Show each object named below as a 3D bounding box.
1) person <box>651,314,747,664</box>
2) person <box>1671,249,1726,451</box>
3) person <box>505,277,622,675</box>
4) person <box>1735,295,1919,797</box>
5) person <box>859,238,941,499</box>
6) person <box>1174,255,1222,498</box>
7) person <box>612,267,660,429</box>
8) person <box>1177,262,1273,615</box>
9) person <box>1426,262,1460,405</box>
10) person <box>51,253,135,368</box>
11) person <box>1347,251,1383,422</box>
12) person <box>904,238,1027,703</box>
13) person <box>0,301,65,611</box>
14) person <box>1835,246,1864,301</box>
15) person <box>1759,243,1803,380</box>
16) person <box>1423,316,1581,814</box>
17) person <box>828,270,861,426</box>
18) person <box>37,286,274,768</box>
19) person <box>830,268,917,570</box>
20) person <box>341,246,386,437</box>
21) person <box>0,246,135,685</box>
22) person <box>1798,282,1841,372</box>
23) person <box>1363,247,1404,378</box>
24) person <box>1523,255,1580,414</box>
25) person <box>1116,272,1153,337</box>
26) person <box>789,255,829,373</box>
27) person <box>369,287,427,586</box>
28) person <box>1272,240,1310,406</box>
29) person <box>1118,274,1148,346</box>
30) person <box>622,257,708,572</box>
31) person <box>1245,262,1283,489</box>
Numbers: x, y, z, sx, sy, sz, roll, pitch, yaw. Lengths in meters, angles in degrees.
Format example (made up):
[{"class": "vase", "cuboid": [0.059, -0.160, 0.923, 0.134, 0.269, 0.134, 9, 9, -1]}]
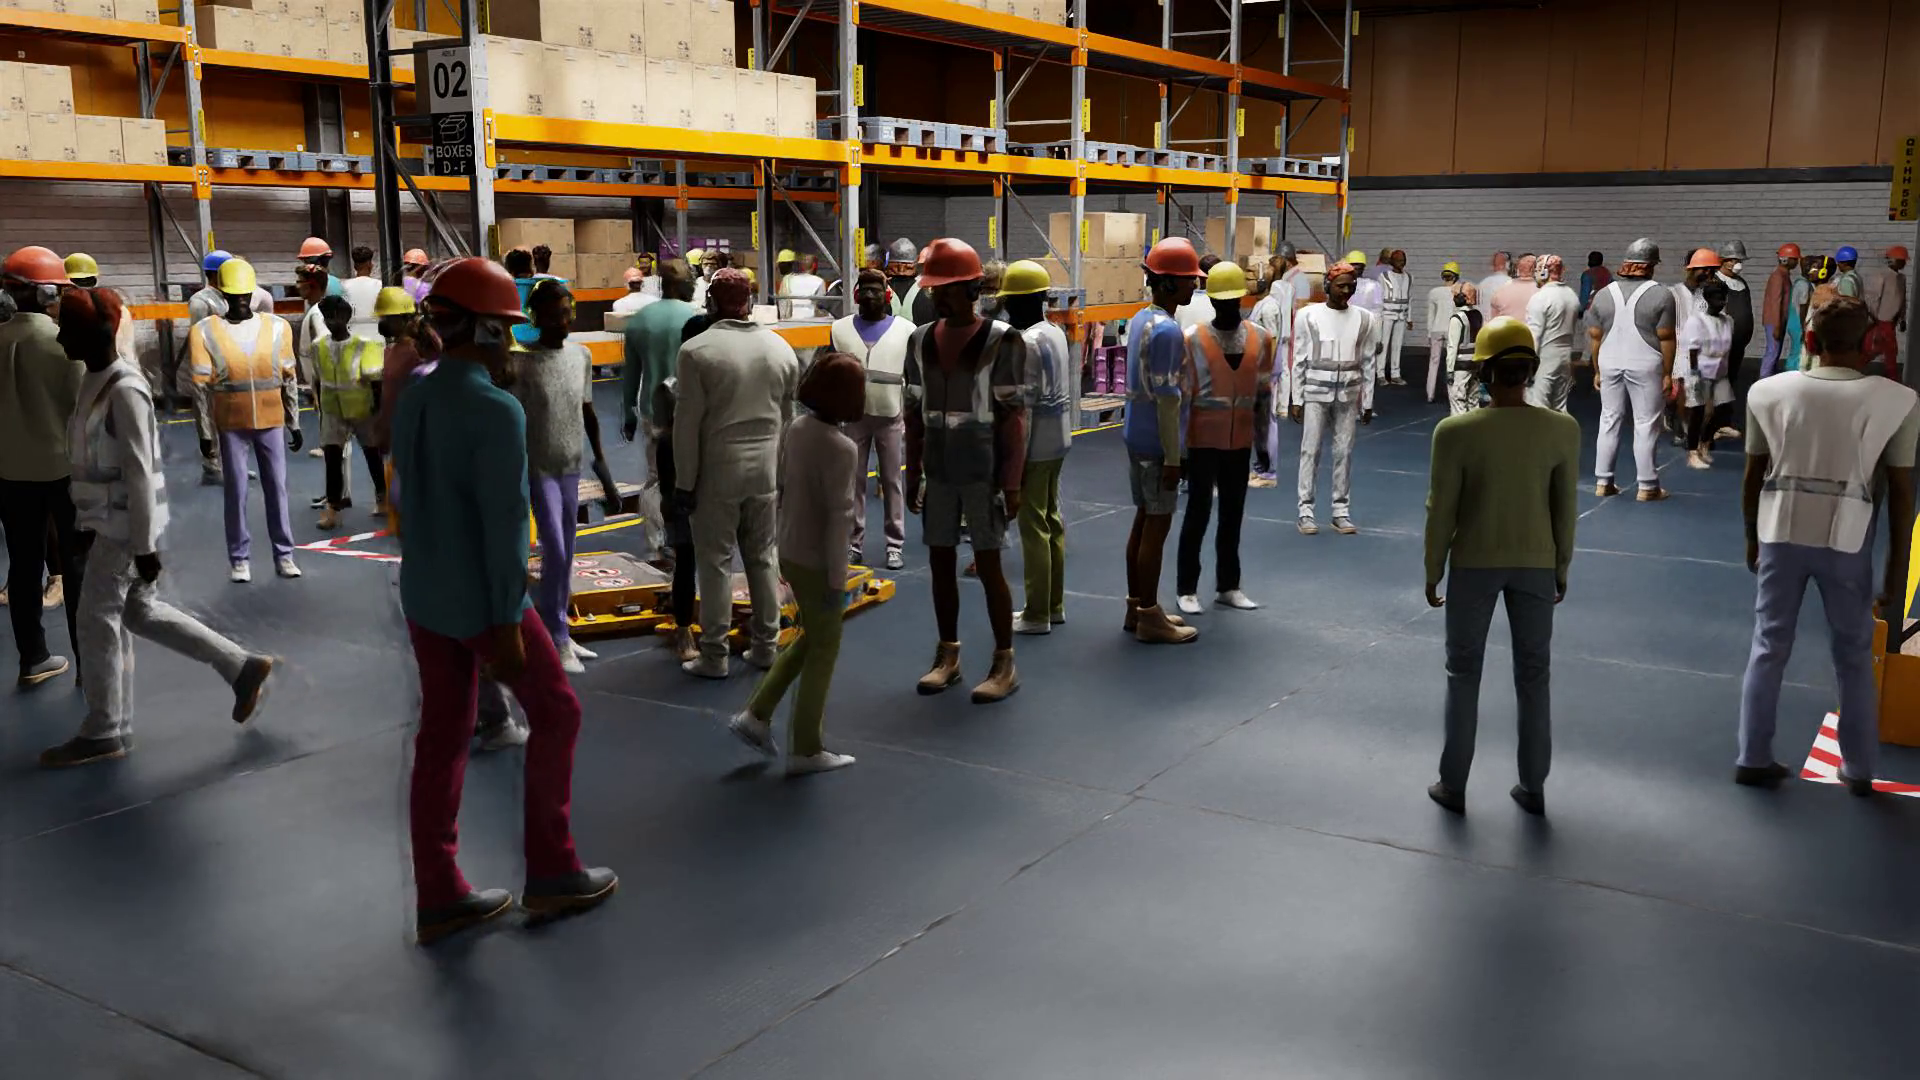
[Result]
[{"class": "person", "cuboid": [-1.202, -0.233, 7.933, 0.533, 1.674, 0.474, -8, 13, -37]}, {"class": "person", "cuboid": [7.128, -1.826, 16.033, 0.375, 1.935, 0.551, 1, 10, 4]}, {"class": "person", "cuboid": [-1.872, -0.304, 7.841, 0.441, 1.865, 0.598, 7, 12, 35]}, {"class": "person", "cuboid": [3.124, 0.032, 6.055, 0.562, 1.833, 0.448, 6, 12, 30]}, {"class": "person", "cuboid": [-0.446, -1.343, 13.073, 0.674, 2.000, 0.535, 0, 10, -1]}, {"class": "person", "cuboid": [1.902, -1.283, 13.114, 0.402, 1.909, 0.589, -9, 14, -41]}, {"class": "person", "cuboid": [-3.422, -2.041, 17.779, 0.572, 1.730, 0.448, -4, 11, -20]}, {"class": "person", "cuboid": [1.419, -0.536, 8.992, 0.591, 1.909, 0.449, -3, 11, -18]}, {"class": "person", "cuboid": [6.022, -2.552, 20.565, 0.522, 1.759, 0.350, 8, 13, 37]}, {"class": "person", "cuboid": [-6.295, -1.105, 12.065, 0.587, 1.928, 0.362, -3, 11, -16]}, {"class": "person", "cuboid": [4.464, -2.279, 18.652, 0.615, 1.889, 0.714, 5, 11, 26]}, {"class": "person", "cuboid": [-0.004, -0.299, 7.334, 0.614, 2.029, 0.409, 7, 12, 32]}, {"class": "person", "cuboid": [-5.158, -0.452, 9.091, 0.540, 1.695, 0.317, 4, 11, 19]}, {"class": "person", "cuboid": [10.817, -2.606, 20.338, 0.403, 1.944, 0.605, 7, 13, 36]}, {"class": "person", "cuboid": [10.337, -2.736, 20.966, 0.418, 1.984, 0.621, 6, 12, 31]}, {"class": "person", "cuboid": [1.899, 0.097, 5.886, 0.528, 1.761, 0.342, 1, 10, 4]}, {"class": "person", "cuboid": [-1.148, -2.187, 18.129, 0.598, 1.908, 0.401, -4, 11, -22]}, {"class": "person", "cuboid": [-3.197, -0.066, 6.527, 0.826, 1.860, 0.586, -7, 12, -33]}, {"class": "person", "cuboid": [-0.531, -0.739, 10.266, 0.565, 1.845, 0.390, 1, 10, 7]}, {"class": "person", "cuboid": [-6.083, -2.028, 17.077, 0.610, 1.963, 0.365, -4, 11, -20]}, {"class": "person", "cuboid": [-4.140, -0.326, 7.568, 0.625, 1.990, 0.388, 1, 10, 7]}, {"class": "person", "cuboid": [8.192, -1.626, 15.809, 0.507, 1.629, 0.353, -3, 11, -17]}, {"class": "person", "cuboid": [6.260, -3.353, 24.565, 0.638, 1.904, 0.839, 4, 11, 19]}, {"class": "person", "cuboid": [5.094, -1.524, 14.490, 0.639, 1.898, 0.398, -8, 13, -39]}, {"class": "person", "cuboid": [2.418, -2.943, 22.740, 0.573, 1.746, 0.346, 6, 12, 29]}, {"class": "person", "cuboid": [-1.982, -2.868, 22.119, 0.607, 1.818, 0.501, 7, 12, 33]}, {"class": "person", "cuboid": [-3.214, -0.583, 9.662, 0.366, 1.757, 0.538, -7, 12, -35]}, {"class": "person", "cuboid": [3.939, -2.648, 20.302, 0.620, 2.000, 0.697, -6, 12, -30]}, {"class": "person", "cuboid": [2.348, -2.965, 22.652, 0.429, 1.833, 0.635, 7, 12, 35]}, {"class": "person", "cuboid": [-1.745, -0.737, 10.051, 0.744, 1.915, 0.483, 4, 11, 22]}, {"class": "person", "cuboid": [2.462, -1.337, 13.582, 0.339, 1.845, 0.507, 1, 10, 4]}]
